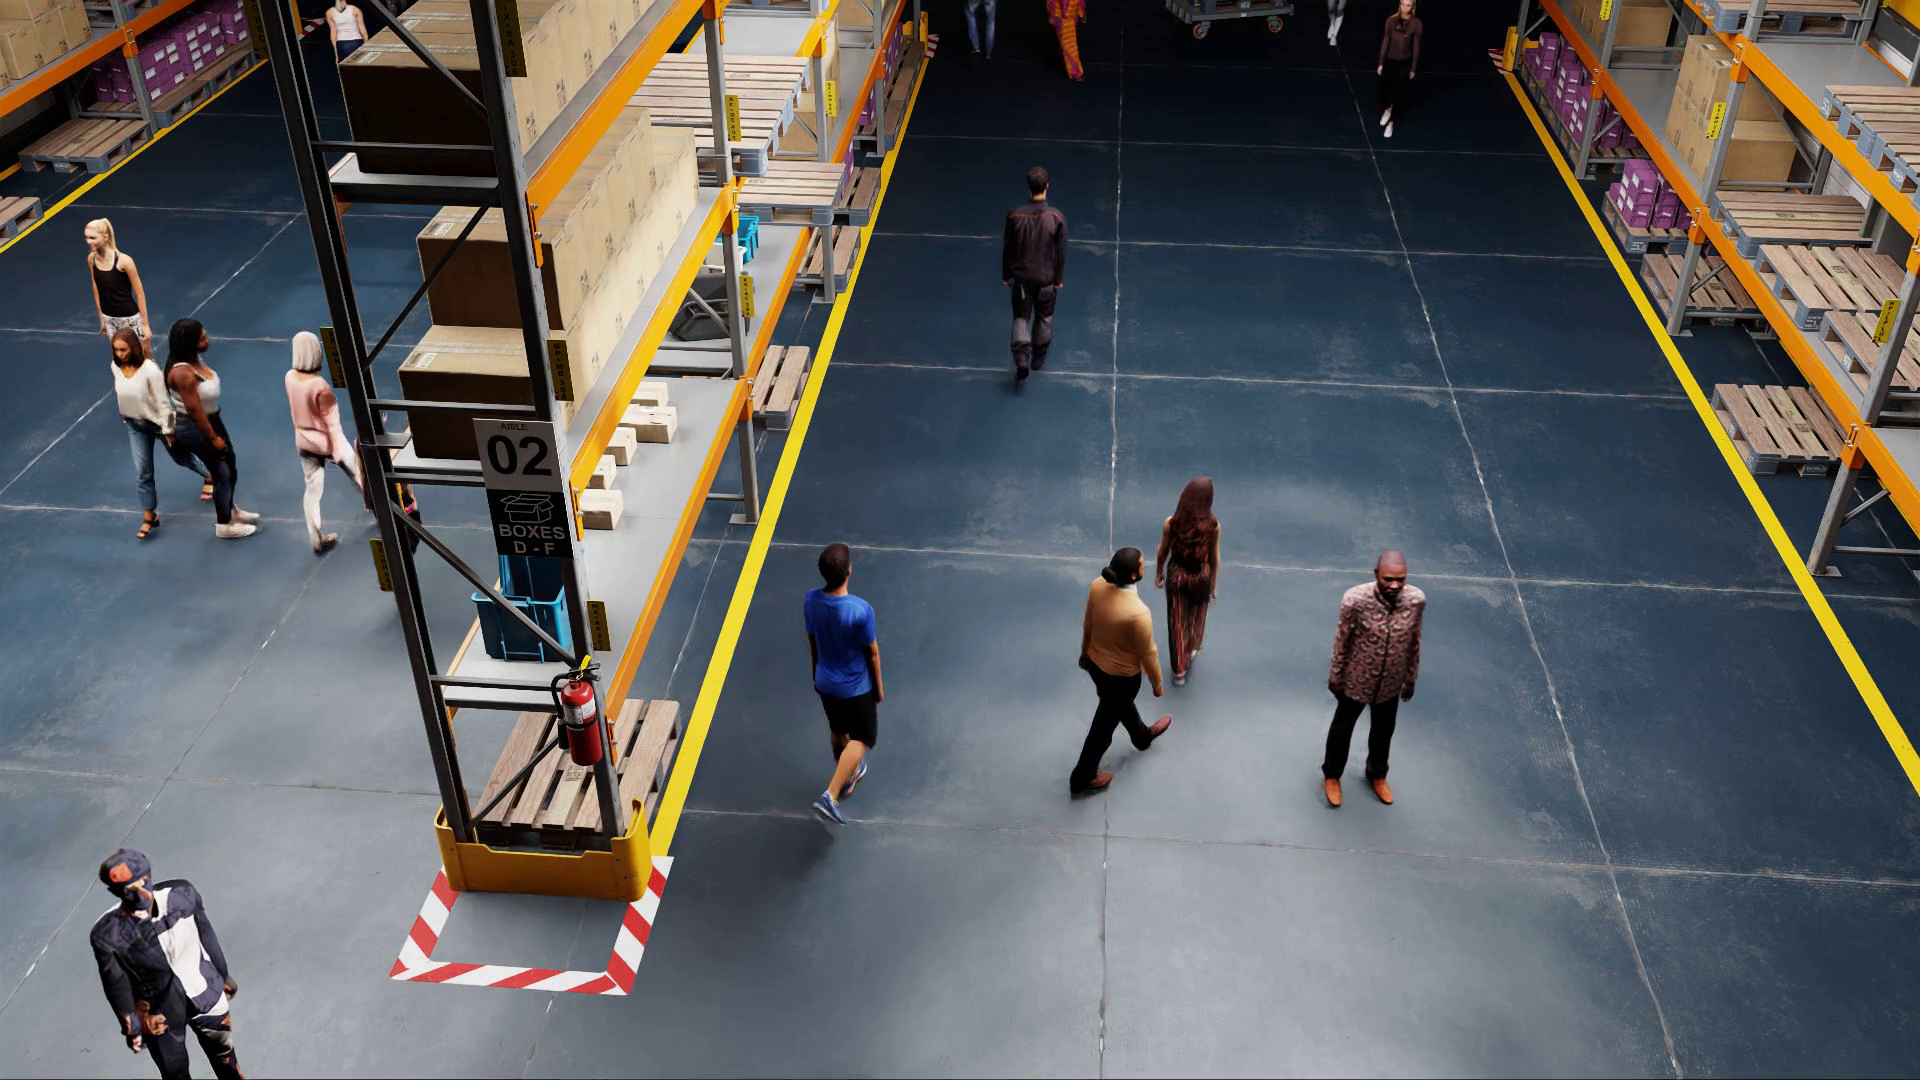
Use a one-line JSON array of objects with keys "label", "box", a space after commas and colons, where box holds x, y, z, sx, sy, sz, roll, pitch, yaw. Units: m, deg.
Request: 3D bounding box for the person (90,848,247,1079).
[{"label": "person", "box": [-3.704, 2.178, 7.873, 0.839, 1.892, 0.744, 27, 42, 34]}]

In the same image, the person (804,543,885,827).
[{"label": "person", "box": [-0.721, 0.895, 9.842, 0.843, 1.848, 1.078, 15, 36, 21]}]

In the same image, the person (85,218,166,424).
[{"label": "person", "box": [-7.020, -1.860, 13.989, 0.638, 1.845, 0.567, 7, 34, 11]}]

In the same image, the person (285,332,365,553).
[{"label": "person", "box": [-4.817, -0.684, 12.372, 0.790, 1.677, 1.114, 13, 36, 18]}]

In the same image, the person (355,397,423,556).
[{"label": "person", "box": [-4.115, -0.265, 11.875, 0.622, 1.531, 0.762, 10, 35, 15]}]

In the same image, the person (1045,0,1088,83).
[{"label": "person", "box": [1.365, -6.898, 21.719, 1.117, 1.678, 1.232, -21, 39, -28]}]

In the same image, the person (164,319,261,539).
[{"label": "person", "box": [-5.683, -0.792, 12.435, 0.826, 1.787, 0.697, -12, 36, -18]}]

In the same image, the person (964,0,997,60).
[{"label": "person", "box": [0.301, -7.365, 22.279, 0.782, 1.836, 0.748, -4, 34, -6]}]

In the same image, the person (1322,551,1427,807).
[{"label": "person", "box": [2.478, 0.804, 10.017, 0.710, 1.805, 0.634, -3, 34, -4]}]

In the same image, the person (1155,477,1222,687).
[{"label": "person", "box": [1.503, 0.310, 10.995, 0.606, 1.546, 0.657, 6, 34, 9]}]

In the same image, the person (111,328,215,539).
[{"label": "person", "box": [-6.096, -0.904, 12.738, 0.778, 1.638, 1.109, 10, 35, 14]}]

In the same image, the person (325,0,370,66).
[{"label": "person", "box": [-7.382, -5.906, 20.206, 0.664, 1.702, 0.641, -8, 34, -12]}]

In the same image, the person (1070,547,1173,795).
[{"label": "person", "box": [0.871, 0.830, 10.060, 1.135, 1.715, 1.151, -19, 38, -26]}]

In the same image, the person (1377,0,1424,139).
[{"label": "person", "box": [5.255, -5.703, 19.912, 0.732, 1.688, 0.790, 15, 36, 21]}]

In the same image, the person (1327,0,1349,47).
[{"label": "person", "box": [5.264, -7.706, 22.917, 0.644, 1.699, 0.714, 9, 35, 13]}]

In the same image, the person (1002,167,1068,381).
[{"label": "person", "box": [0.630, -2.288, 14.560, 0.741, 1.927, 1.001, 4, 34, 6]}]
